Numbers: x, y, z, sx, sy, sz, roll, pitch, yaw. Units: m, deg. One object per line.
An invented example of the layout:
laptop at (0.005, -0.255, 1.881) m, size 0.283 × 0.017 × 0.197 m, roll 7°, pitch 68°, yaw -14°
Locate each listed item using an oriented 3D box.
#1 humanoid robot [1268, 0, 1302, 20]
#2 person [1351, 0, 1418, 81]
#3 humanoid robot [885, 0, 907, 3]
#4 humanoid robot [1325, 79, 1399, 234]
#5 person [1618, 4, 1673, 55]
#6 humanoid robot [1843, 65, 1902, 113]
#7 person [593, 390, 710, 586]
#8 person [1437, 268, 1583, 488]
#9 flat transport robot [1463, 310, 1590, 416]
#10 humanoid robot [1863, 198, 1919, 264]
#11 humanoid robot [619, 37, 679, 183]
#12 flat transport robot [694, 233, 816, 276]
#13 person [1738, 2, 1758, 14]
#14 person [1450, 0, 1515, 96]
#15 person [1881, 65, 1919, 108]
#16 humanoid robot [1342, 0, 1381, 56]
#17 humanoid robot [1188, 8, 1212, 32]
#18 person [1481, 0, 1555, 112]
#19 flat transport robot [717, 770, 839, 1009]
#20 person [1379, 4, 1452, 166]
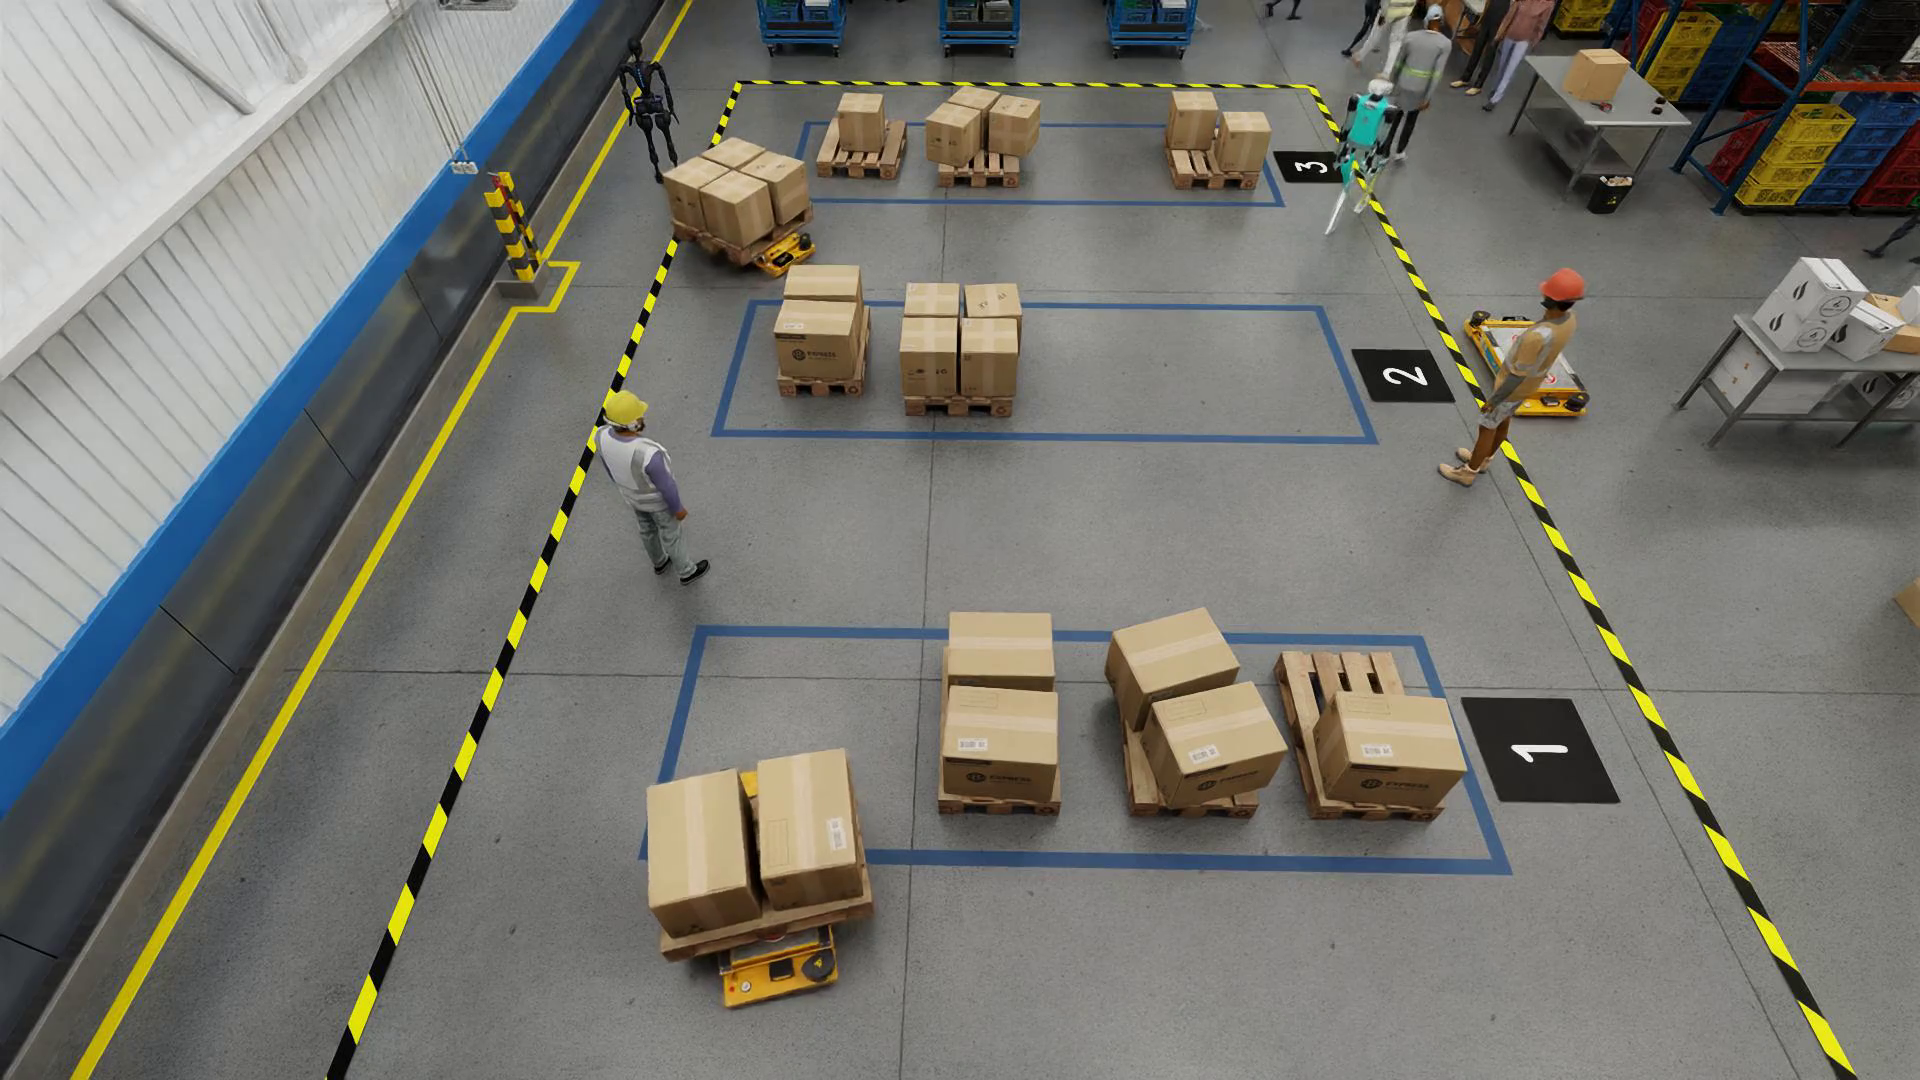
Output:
humanoid robot at (5.343, -9.151, 14.528) m, size 0.577 × 1.634 × 0.592 m, roll -10°, pitch 50°, yaw -9°
person at (6.180, -7.591, 13.093) m, size 0.640 × 1.789 × 0.986 m, roll -7°, pitch 49°, yaw -6°
humanoid robot at (-1.115, -9.828, 15.099) m, size 0.599 × 1.655 × 0.315 m, roll 20°, pitch 52°, yaw 17°
humanoid robot at (4.630, -4.407, 10.412) m, size 0.532 × 1.778 × 1.015 m, roll 34°, pitch 57°, yaw 26°
person at (10.211, -7.706, 13.261) m, size 0.936 × 1.680 × 0.498 m, roll -4°, pitch 49°, yaw -3°
humanoid robot at (11.795, -6.078, 11.808) m, size 0.984 × 1.726 × 0.558 m, roll -15°, pitch 51°, yaw -12°
person at (-2.292, -0.359, 6.811) m, size 0.598 × 1.827 × 0.404 m, roll 22°, pitch 53°, yaw 18°
person at (4.493, -1.281, 7.472) m, size 0.613 × 2.037 × 0.382 m, roll -31°, pitch 56°, yaw -24°
flat transport robot at (5.573, -1.757, 9.054) m, size 0.659 × 0.231 × 1.431 m, roll 1°, pitch 49°, yaw 1°
humanoid robot at (10.679, -3.690, 9.828) m, size 0.787 × 1.623 × 0.588 m, roll -8°, pitch 50°, yaw -7°
humanoid robot at (-3.738, -5.179, 11.073) m, size 0.599 × 1.659 × 0.315 m, roll -7°, pitch 49°, yaw -6°
flat transport robot at (-2.423, -3.482, 10.529) m, size 1.431 × 0.197 × 0.652 m, roll 27°, pitch 54°, yaw 22°
person at (13.136, -9.511, 14.593) m, size 0.388 × 2.044 × 0.606 m, roll 23°, pitch 53°, yaw 18°
person at (7.393, -7.155, 12.682) m, size 0.334 × 1.844 × 0.513 m, roll -20°, pitch 52°, yaw -16°
person at (13.280, -6.812, 12.339) m, size 0.393 × 1.919 × 0.592 m, roll 15°, pitch 51°, yaw 13°
humanoid robot at (6.207, -8.078, 13.610) m, size 0.548 × 1.628 × 0.599 m, roll 14°, pitch 51°, yaw 12°
humanoid robot at (3.536, -8.781, 14.189) m, size 1.035 × 1.753 × 0.547 m, roll 15°, pitch 51°, yaw 12°
person at (7.536, -6.775, 12.444) m, size 0.910 × 1.709 × 0.540 m, roll -34°, pitch 57°, yaw -26°
flat transport robot at (-1.196, 2.068, 5.725) m, size 0.652 × 0.197 × 1.431 m, roll -10°, pitch 50°, yaw -9°
person at (5.586, -5.601, 11.358) m, size 0.607 × 1.814 × 0.618 m, roll 25°, pitch 54°, yaw 20°
